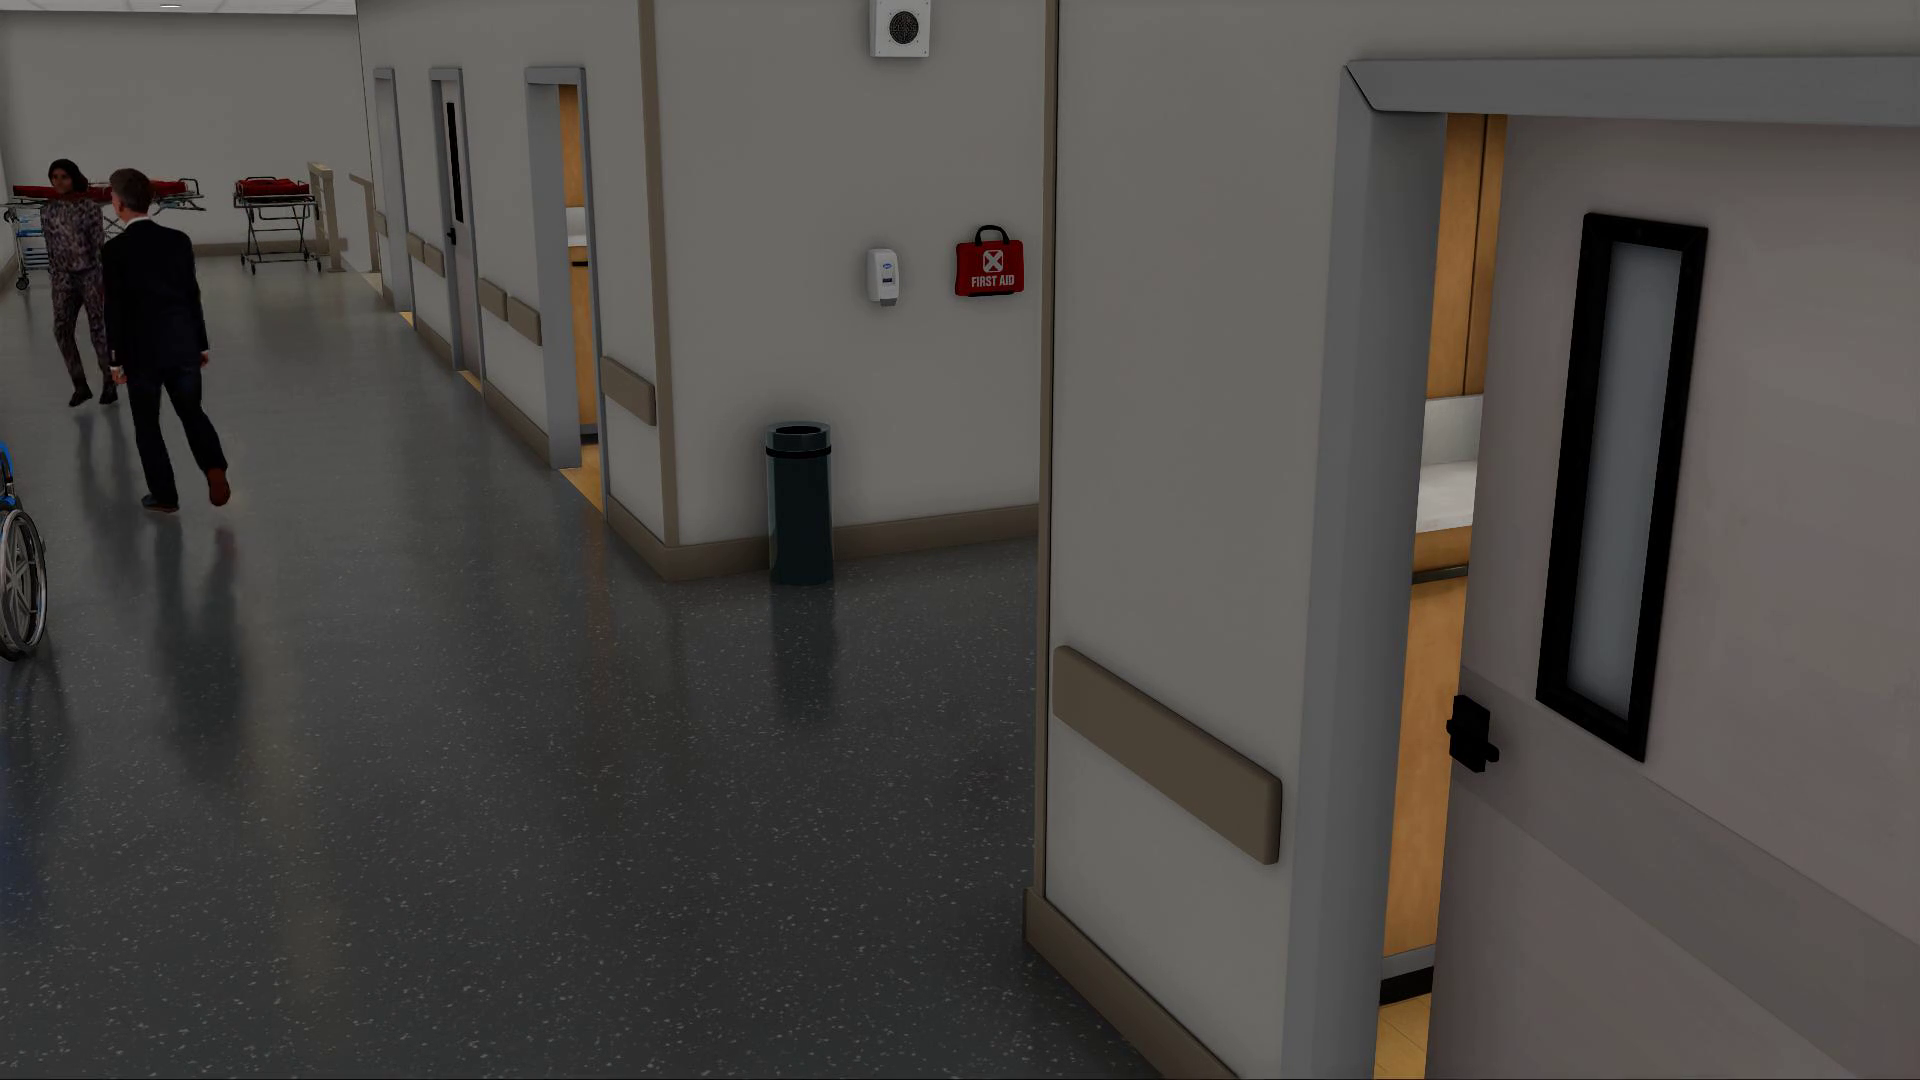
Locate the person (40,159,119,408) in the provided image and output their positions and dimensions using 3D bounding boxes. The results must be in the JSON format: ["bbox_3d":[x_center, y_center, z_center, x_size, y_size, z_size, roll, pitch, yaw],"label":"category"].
[{"bbox_3d":[-6.095,-1.787,11.631,0.686,1.697,0.770,-2,16,-8],"label":"person"}]

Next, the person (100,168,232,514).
[{"bbox_3d":[-4.141,-1.008,8.669,1.039,1.804,0.901,13,20,39],"label":"person"}]
